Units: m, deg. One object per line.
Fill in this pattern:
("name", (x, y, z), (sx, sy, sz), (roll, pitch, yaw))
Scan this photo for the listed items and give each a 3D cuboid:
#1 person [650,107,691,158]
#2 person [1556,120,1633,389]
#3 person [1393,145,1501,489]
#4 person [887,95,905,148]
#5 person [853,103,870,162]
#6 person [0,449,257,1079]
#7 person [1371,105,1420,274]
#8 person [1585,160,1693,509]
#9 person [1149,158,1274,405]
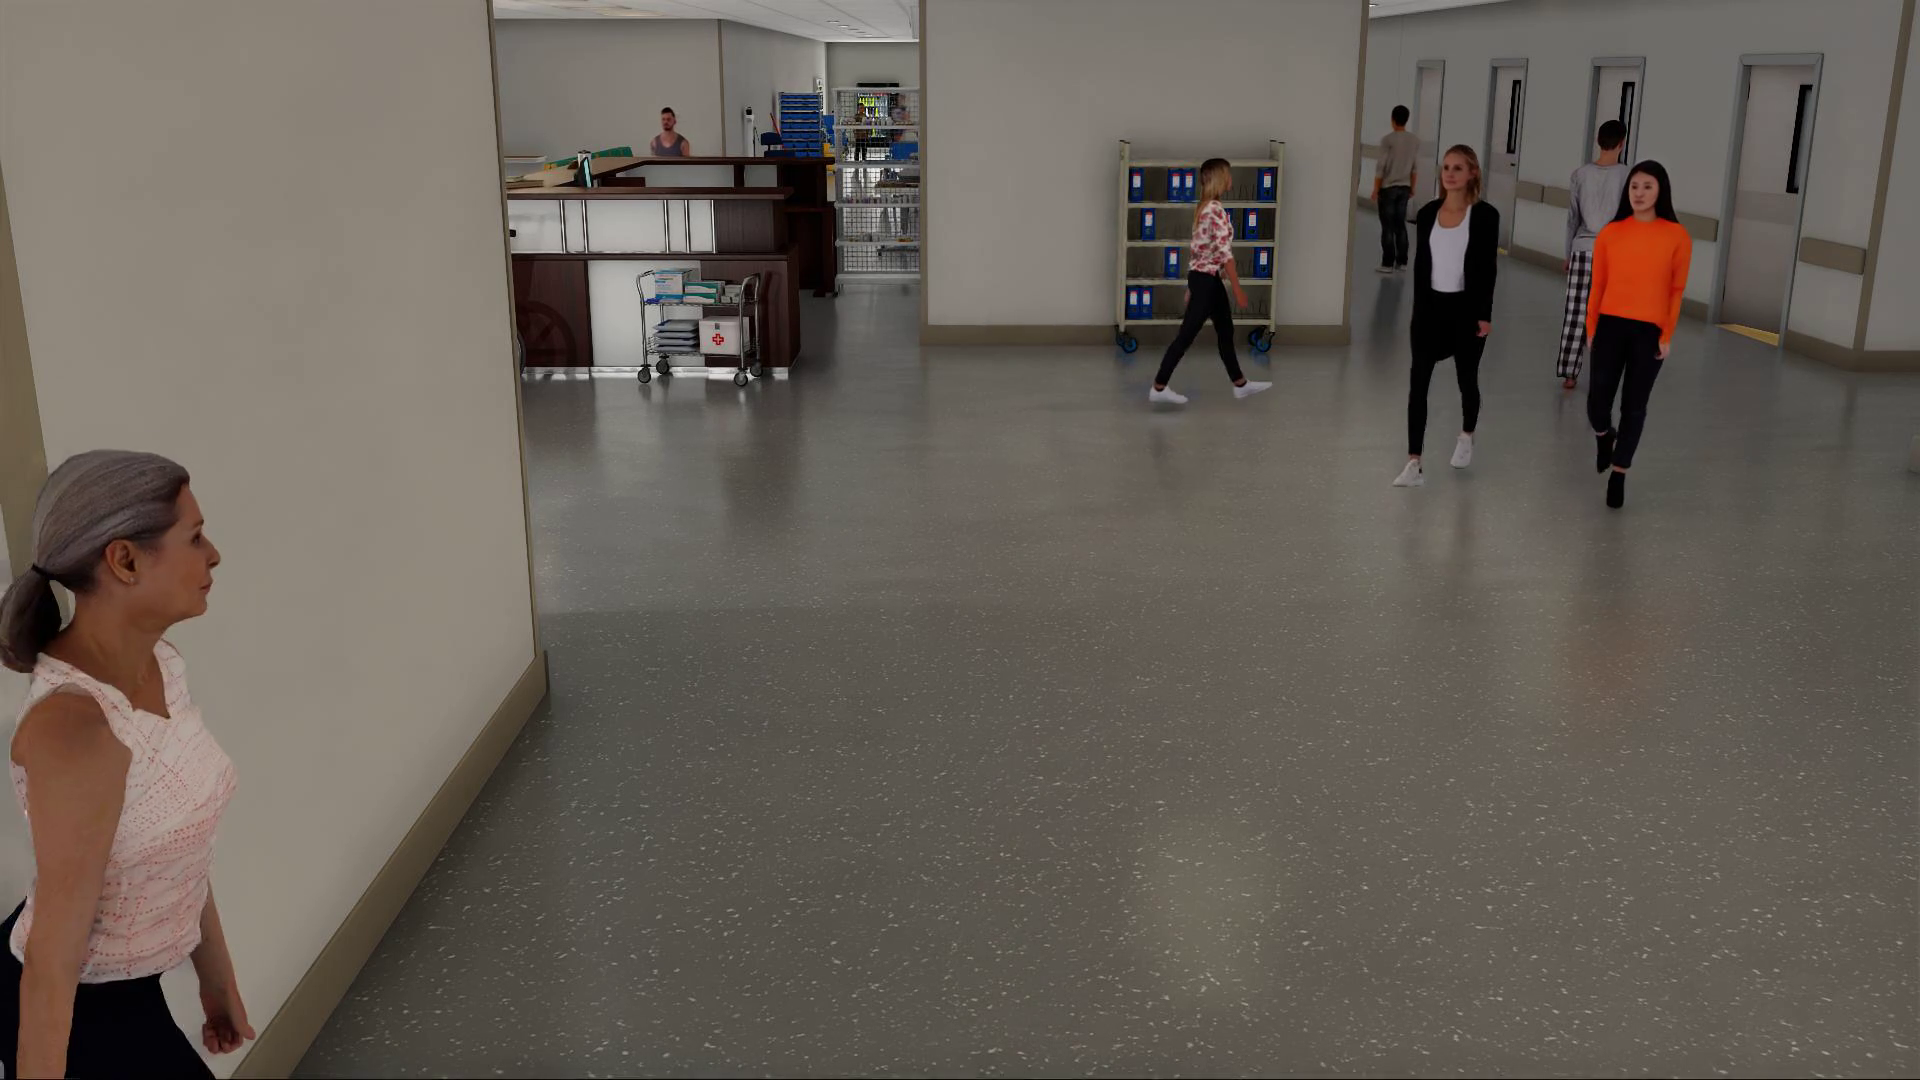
("person", (-3.398, -4.171, 19.727), (1.091, 1.805, 0.862), (3, 16, 12))
("person", (4.440, -1.972, 11.556), (0.662, 1.847, 0.767), (10, 19, 33))
("person", (2.653, -1.163, 8.850), (1.203, 1.758, 1.123), (10, 19, 32))
("person", (-1.564, -10.037, 40.621), (0.843, 1.599, 0.842), (8, 18, 26))
("person", (-2.302, -9.475, 38.895), (0.669, 1.454, 0.745), (-12, 20, -36))
("person", (-1.308, 0.729, 2.329), (1.250, 1.656, 0.881), (-4, 16, -12))
("person", (4.796, -3.863, 18.338), (0.644, 1.807, 0.785), (-5, 17, -18))
("person", (3.433, -1.044, 8.471), (0.849, 1.734, 0.866), (8, 18, 27))
("person", (1.529, -1.635, 10.844), (1.101, 1.586, 0.627), (-1, 16, -5))
